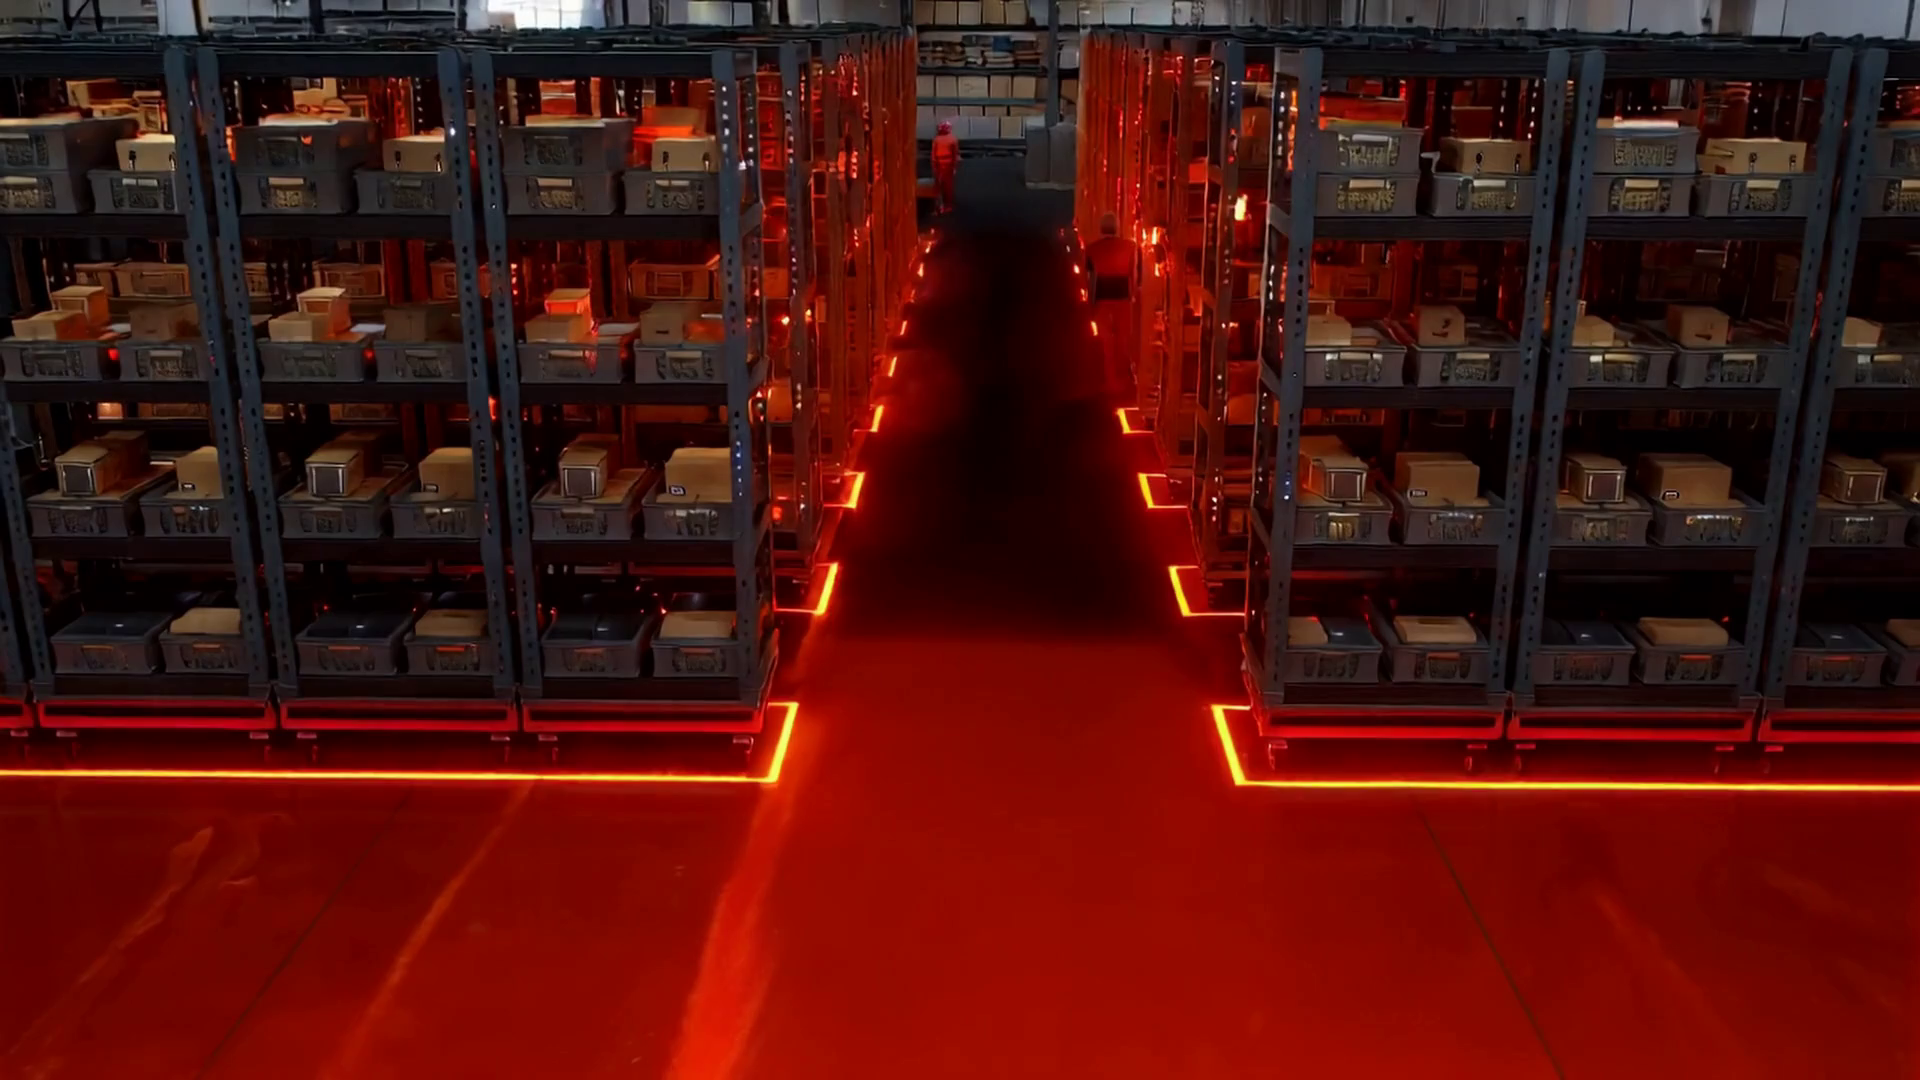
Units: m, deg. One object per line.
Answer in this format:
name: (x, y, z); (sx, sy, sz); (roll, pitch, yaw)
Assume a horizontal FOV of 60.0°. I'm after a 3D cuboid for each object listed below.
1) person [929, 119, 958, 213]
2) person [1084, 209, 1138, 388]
person: (-0.342, -7.439, 33.068); (0.593, 1.832, 0.403); (6, 18, 19)
person: (1.587, -2.507, 17.352); (0.573, 1.847, 0.389); (-3, 18, -9)
